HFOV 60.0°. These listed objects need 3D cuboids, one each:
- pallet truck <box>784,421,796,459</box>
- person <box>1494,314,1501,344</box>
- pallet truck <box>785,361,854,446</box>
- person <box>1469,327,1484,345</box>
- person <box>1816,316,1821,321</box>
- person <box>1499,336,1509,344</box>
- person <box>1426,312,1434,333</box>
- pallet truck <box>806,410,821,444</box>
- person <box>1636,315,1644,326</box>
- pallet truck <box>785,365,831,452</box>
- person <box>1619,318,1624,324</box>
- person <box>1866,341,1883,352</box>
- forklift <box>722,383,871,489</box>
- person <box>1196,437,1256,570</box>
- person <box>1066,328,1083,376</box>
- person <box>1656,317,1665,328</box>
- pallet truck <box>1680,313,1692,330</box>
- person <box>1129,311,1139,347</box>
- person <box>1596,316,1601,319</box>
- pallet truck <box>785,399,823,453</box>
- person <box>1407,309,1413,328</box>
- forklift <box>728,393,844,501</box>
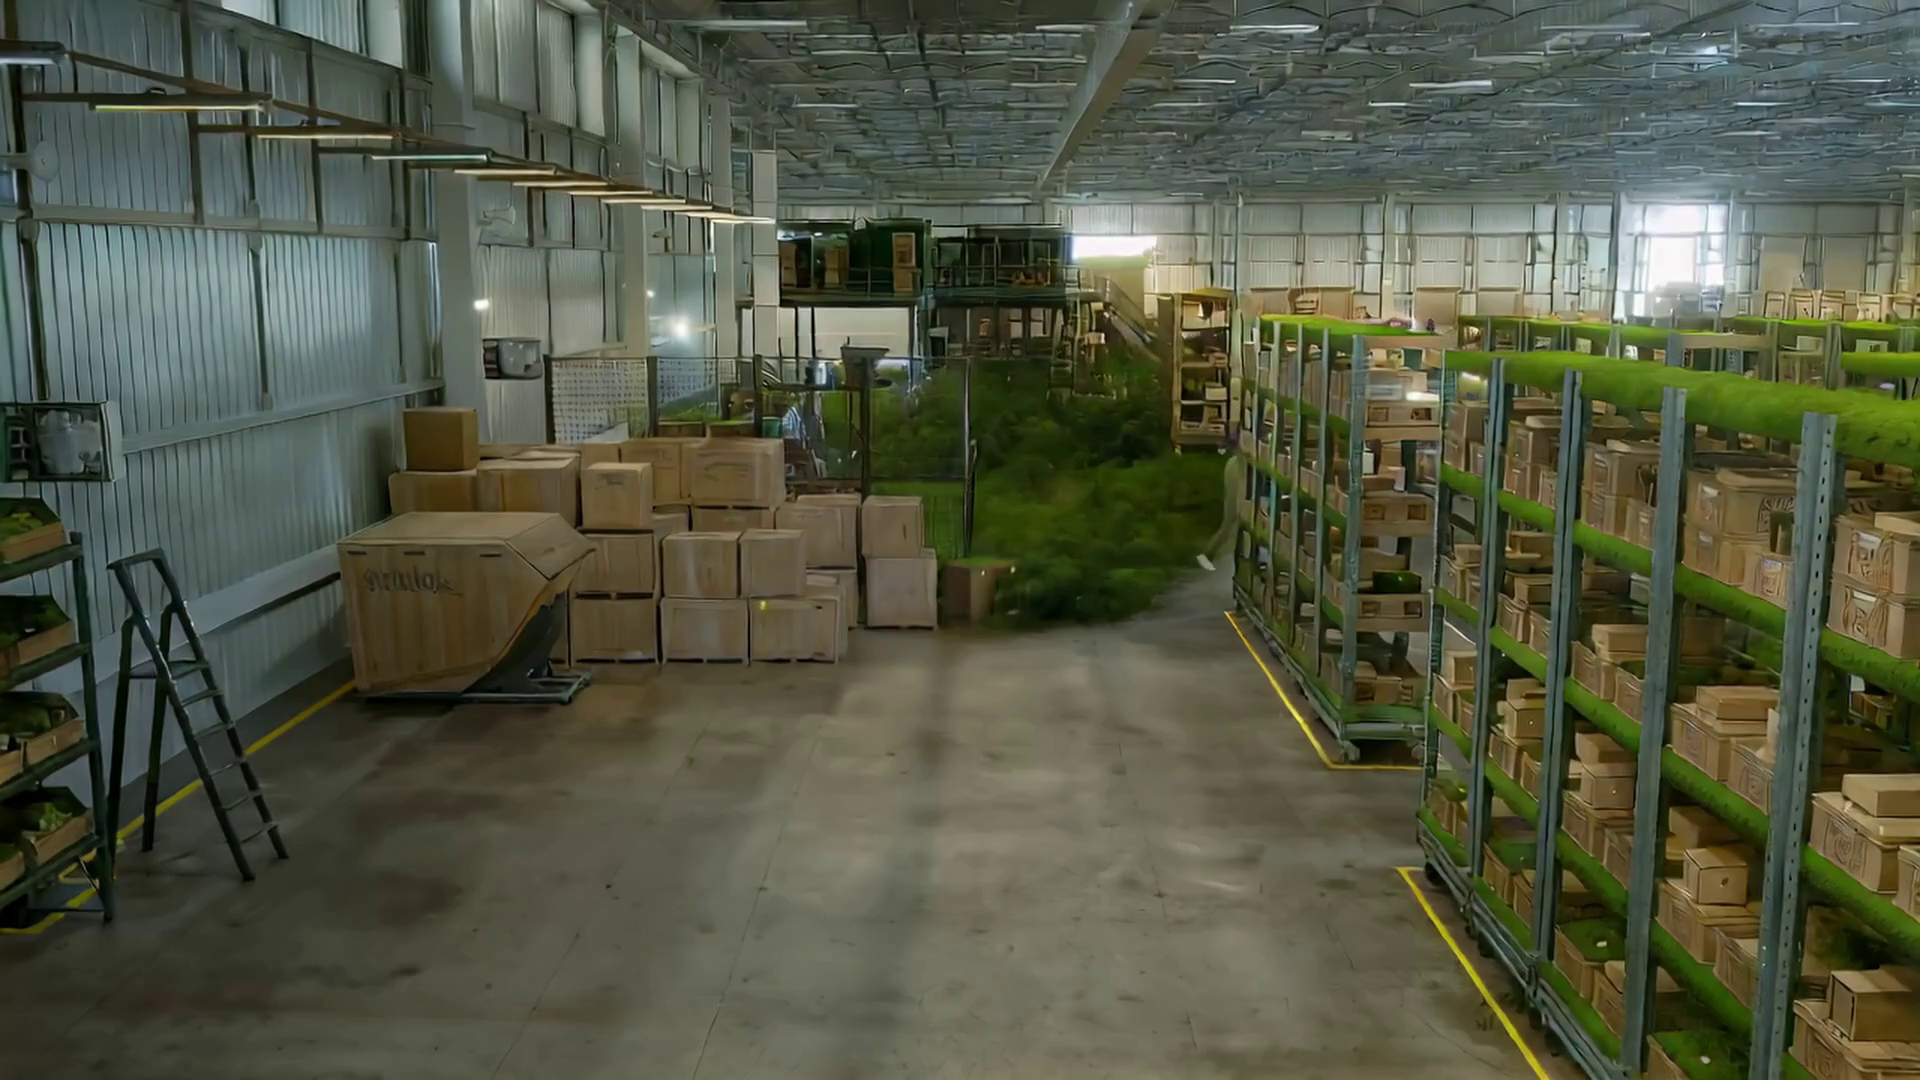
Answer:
[{"bbox_3d":[-4.013,-1.793,32.705,1.601,1.201,0.680,0,9,1],"label":"pallet truck"},{"bbox_3d":[27.431,-10.599,84.967,0.918,1.905,0.635,7,12,37],"label":"person"},{"bbox_3d":[-3.410,-3.193,38.978,1.885,1.965,0.823,0,9,-1],"label":"pallet truck"},{"bbox_3d":[20.017,-7.325,64.723,0.629,1.932,0.865,-8,12,-40],"label":"person"},{"bbox_3d":[41.284,-9.795,79.989,0.391,1.911,0.584,-2,10,-14],"label":"person"},{"bbox_3d":[17.457,-5.536,53.355,0.423,2.028,0.628,-6,11,-33],"label":"person"},{"bbox_3d":[24.484,-10.875,86.576,0.627,1.925,0.599,-8,12,-41],"label":"person"},{"bbox_3d":[-3.559,-2.018,33.905,1.522,1.261,0.704,0,9,-1],"label":"pallet truck"},{"bbox_3d":[35.055,-10.714,85.952,0.832,1.816,0.629,1,9,7],"label":"person"},{"bbox_3d":[-3.774,-2.976,37.635,1.885,1.965,0.823,1,9,5],"label":"pallet truck"},{"bbox_3d":[30.859,-9.425,77.671,0.585,1.918,0.394,8,12,39],"label":"person"},{"bbox_3d":[32.830,-6.538,59.478,0.866,2.000,0.687,6,11,33],"label":"person"},{"bbox_3d":[-2.893,-1.687,28.729,2.680,1.987,1.157,0,9,-1],"label":"forklift"},{"bbox_3d":[3.743,-0.502,22.790,0.942,1.869,0.647,3,10,20],"label":"person"},{"bbox_3d":[4.521,-7.350,65.038,0.831,1.853,0.618,2,9,12],"label":"person"},{"bbox_3d":[34.092,-9.939,80.983,0.644,1.864,0.998,-9,13,-43],"label":"person"},{"bbox_3d":[36.315,-10.531,84.244,0.823,1.965,1.885,-6,11,-33],"label":"pallet truck"},{"bbox_3d":[9.361,-11.391,89.781,0.559,1.918,0.499,-1,9,-5],"label":"person"},{"bbox_3d":[33.755,-10.996,88.043,0.369,1.683,0.559,8,12,40],"label":"person"},{"bbox_3d":[-3.814,-2.432,36.419,1.630,1.274,0.653,0,9,1],"label":"pallet truck"},{"bbox_3d":[25.598,-12.183,94.686,0.395,1.918,0.591,6,11,34],"label":"person"},{"bbox_3d":[-2.979,-1.316,26.476,2.680,1.987,1.157,0,9,1],"label":"forklift"}]
